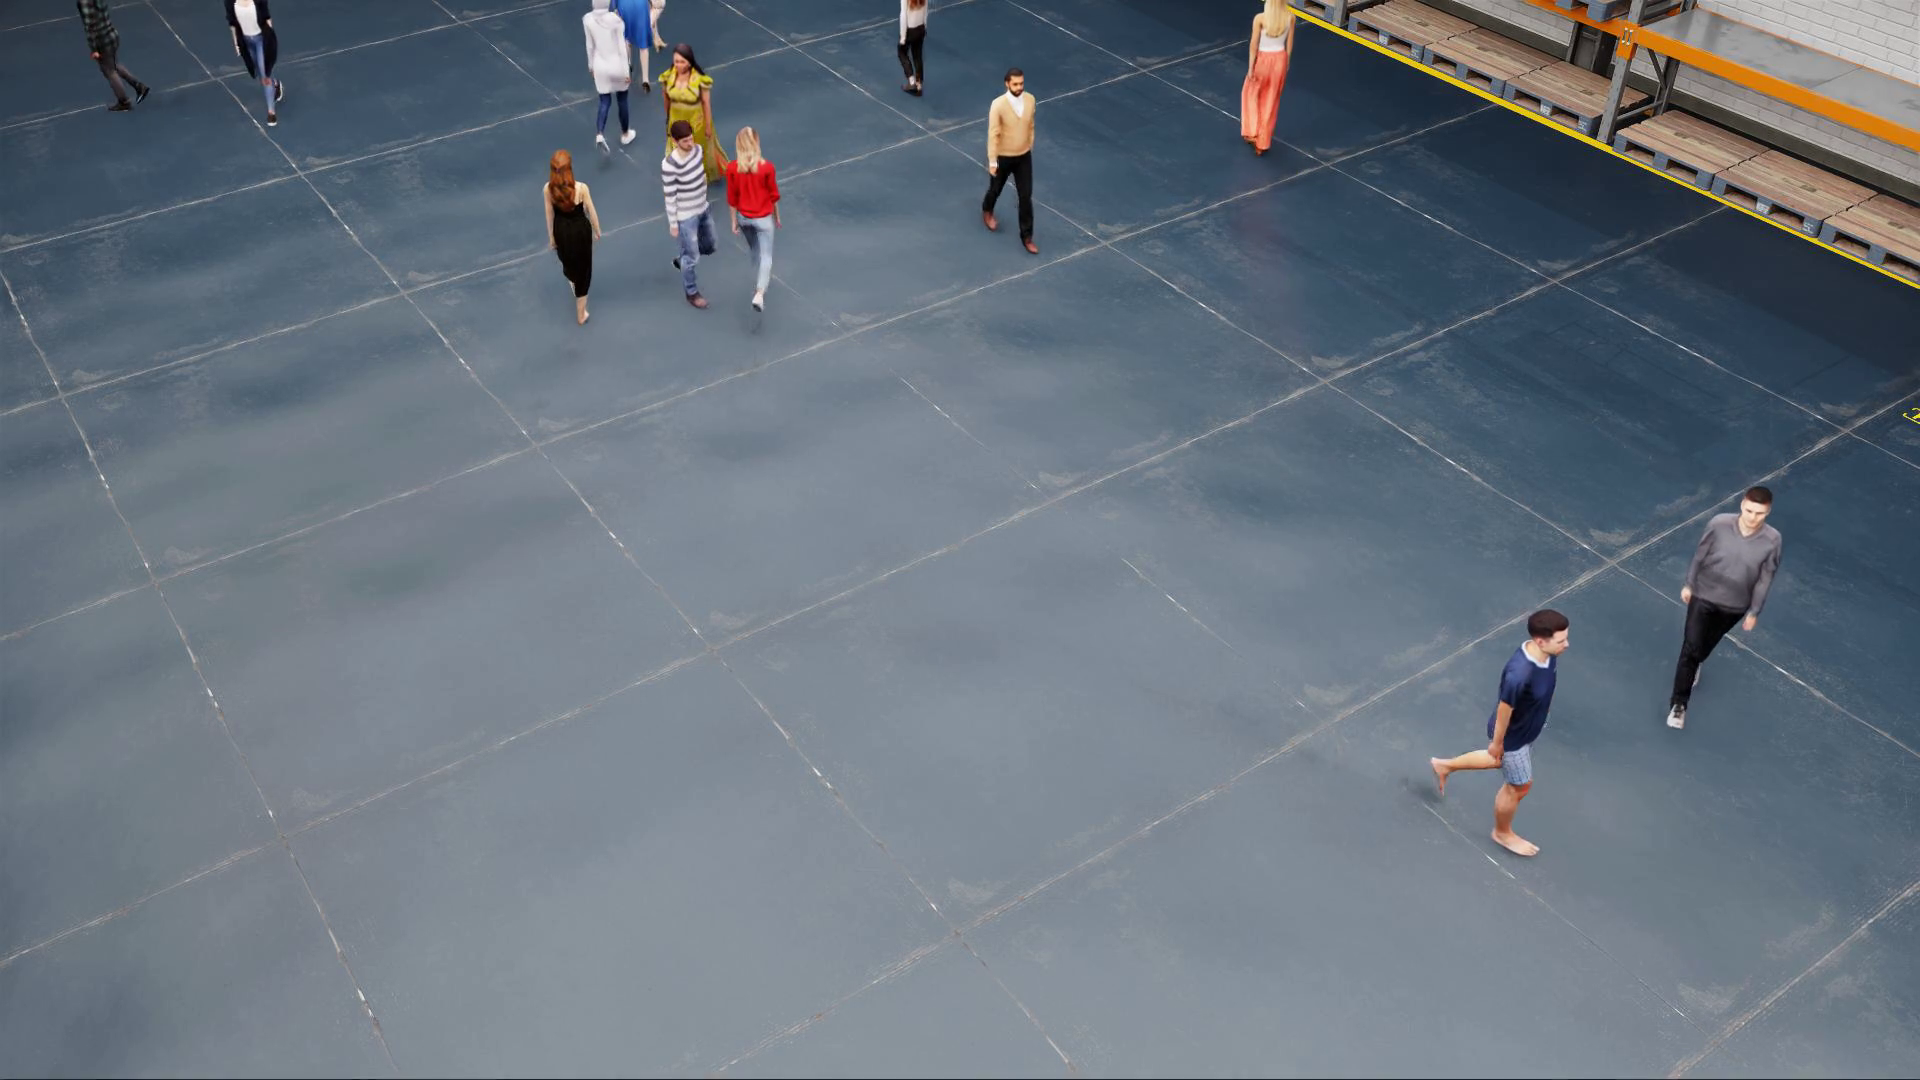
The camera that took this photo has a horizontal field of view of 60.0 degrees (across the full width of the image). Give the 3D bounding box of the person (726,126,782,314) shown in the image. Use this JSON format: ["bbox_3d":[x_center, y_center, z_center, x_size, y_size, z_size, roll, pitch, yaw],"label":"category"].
[{"bbox_3d":[-1.820,-2.811,14.766,1.024,1.687,1.121,3,39,4],"label":"person"}]

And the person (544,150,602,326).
[{"bbox_3d":[-3.410,-2.609,14.579,0.801,1.603,0.894,0,39,0],"label":"person"}]

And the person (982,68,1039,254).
[{"bbox_3d":[0.449,-3.667,15.805,0.814,1.727,1.215,-16,41,-19],"label":"person"}]

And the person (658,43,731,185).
[{"bbox_3d":[-2.653,-4.150,16.495,1.282,1.621,1.416,2,39,3],"label":"person"}]

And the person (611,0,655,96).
[{"bbox_3d":[-3.610,-5.833,18.458,0.839,1.801,1.018,-8,39,-9],"label":"person"}]

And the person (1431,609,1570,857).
[{"bbox_3d":[3.210,1.062,9.803,1.090,1.828,0.817,27,46,30],"label":"person"}]

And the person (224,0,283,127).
[{"bbox_3d":[-7.626,-5.420,18.059,0.957,1.652,1.196,-5,39,-6],"label":"person"}]

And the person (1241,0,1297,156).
[{"bbox_3d":[3.217,-4.835,17.219,0.871,1.787,0.959,0,39,1],"label":"person"}]

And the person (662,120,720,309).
[{"bbox_3d":[-2.472,-2.941,14.822,0.937,1.819,0.829,22,43,25],"label":"person"}]

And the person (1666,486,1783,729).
[{"bbox_3d":[4.951,0.339,10.797,1.140,1.717,1.071,15,41,18],"label":"person"}]

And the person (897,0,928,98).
[{"bbox_3d":[-0.476,-5.631,18.466,0.582,1.475,0.529,-27,46,-30],"label":"person"}]

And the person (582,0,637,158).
[{"bbox_3d":[-3.663,-4.831,17.241,1.058,1.753,1.100,8,39,10],"label":"person"}]

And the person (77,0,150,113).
[{"bbox_3d":[-9.307,-5.503,18.186,0.881,1.704,0.829,-2,39,-2],"label":"person"}]
